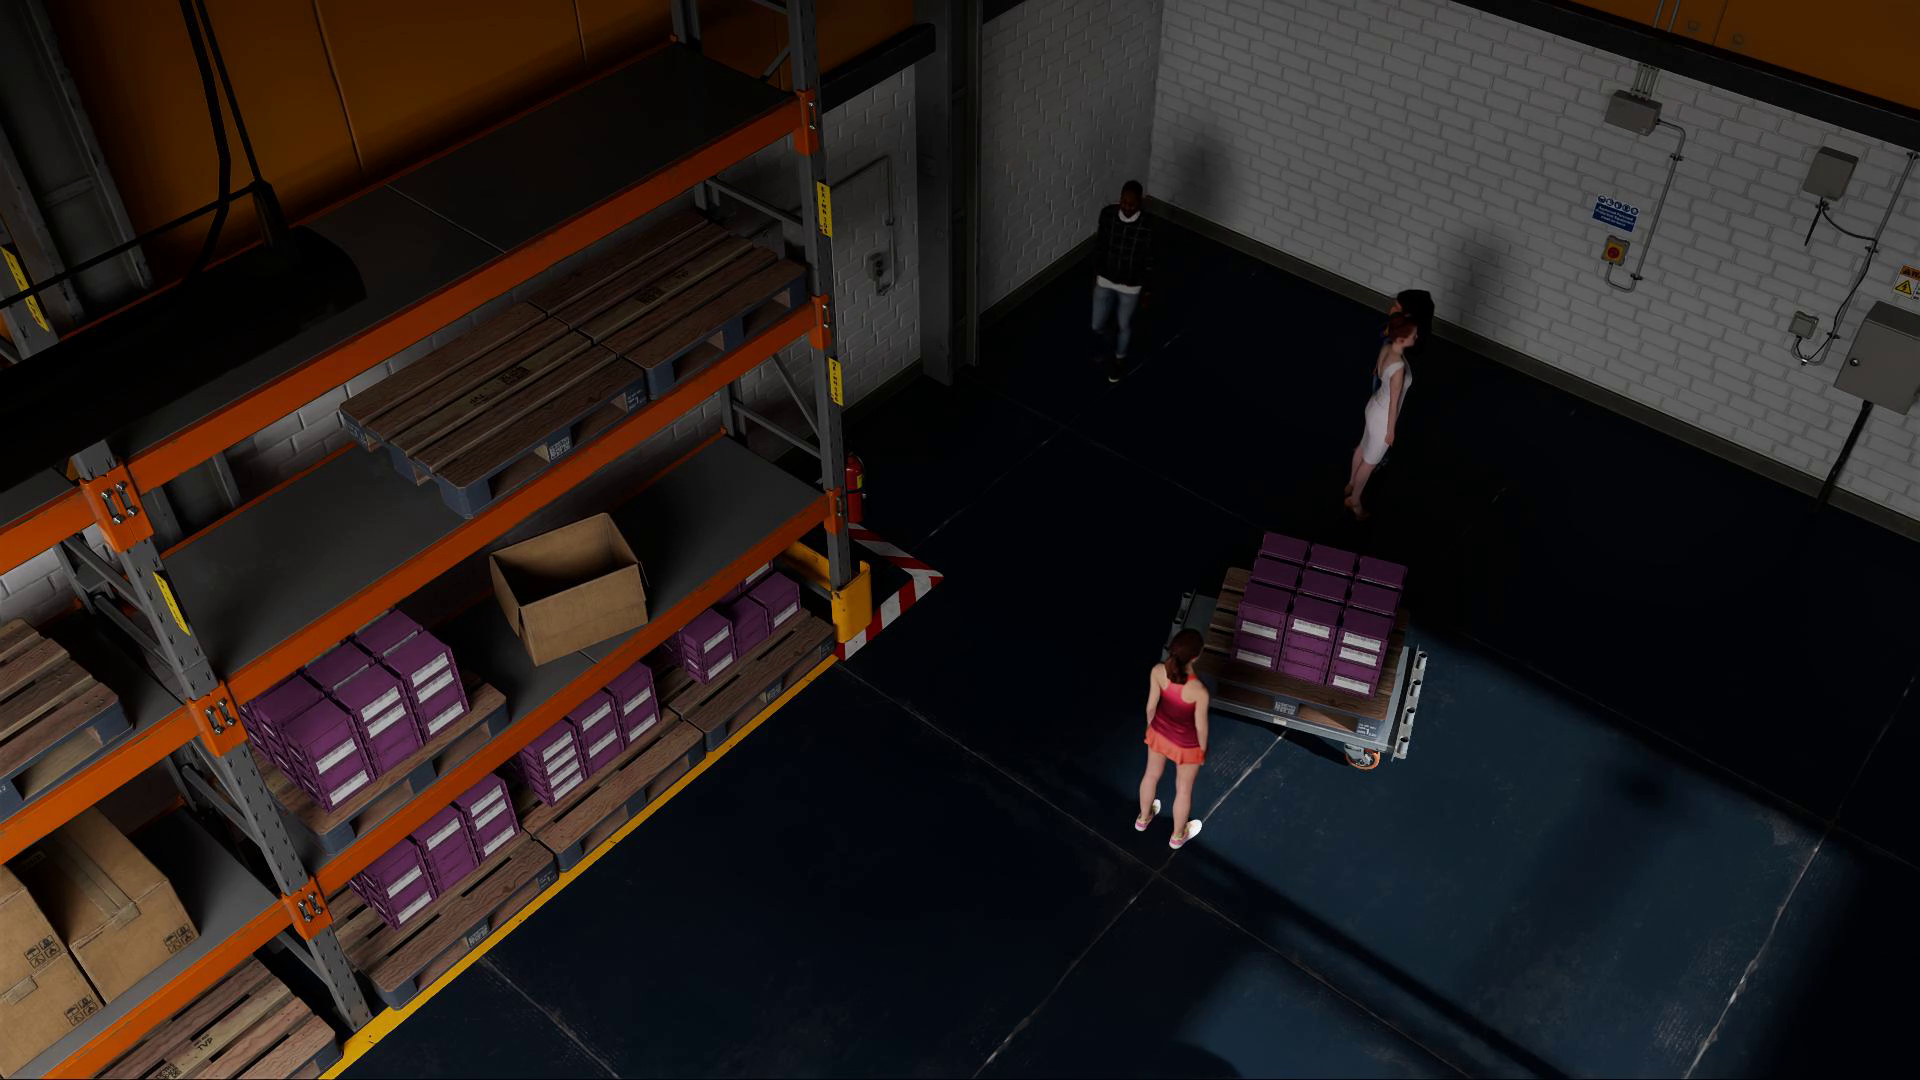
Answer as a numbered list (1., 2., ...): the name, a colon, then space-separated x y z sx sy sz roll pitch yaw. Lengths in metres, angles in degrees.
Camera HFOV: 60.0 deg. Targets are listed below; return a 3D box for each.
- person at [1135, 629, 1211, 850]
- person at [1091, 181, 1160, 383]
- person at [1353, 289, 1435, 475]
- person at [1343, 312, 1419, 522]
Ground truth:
1. person: 1.259 1.149 9.713 0.574 1.753 0.569 26 49 24
2. person: 1.295 -2.099 13.085 0.797 1.804 0.829 14 45 15
3. person: 3.173 -1.179 12.263 0.753 1.606 0.686 -2 44 -2
4. person: 2.975 -0.872 11.807 0.700 1.792 0.618 2 44 2
